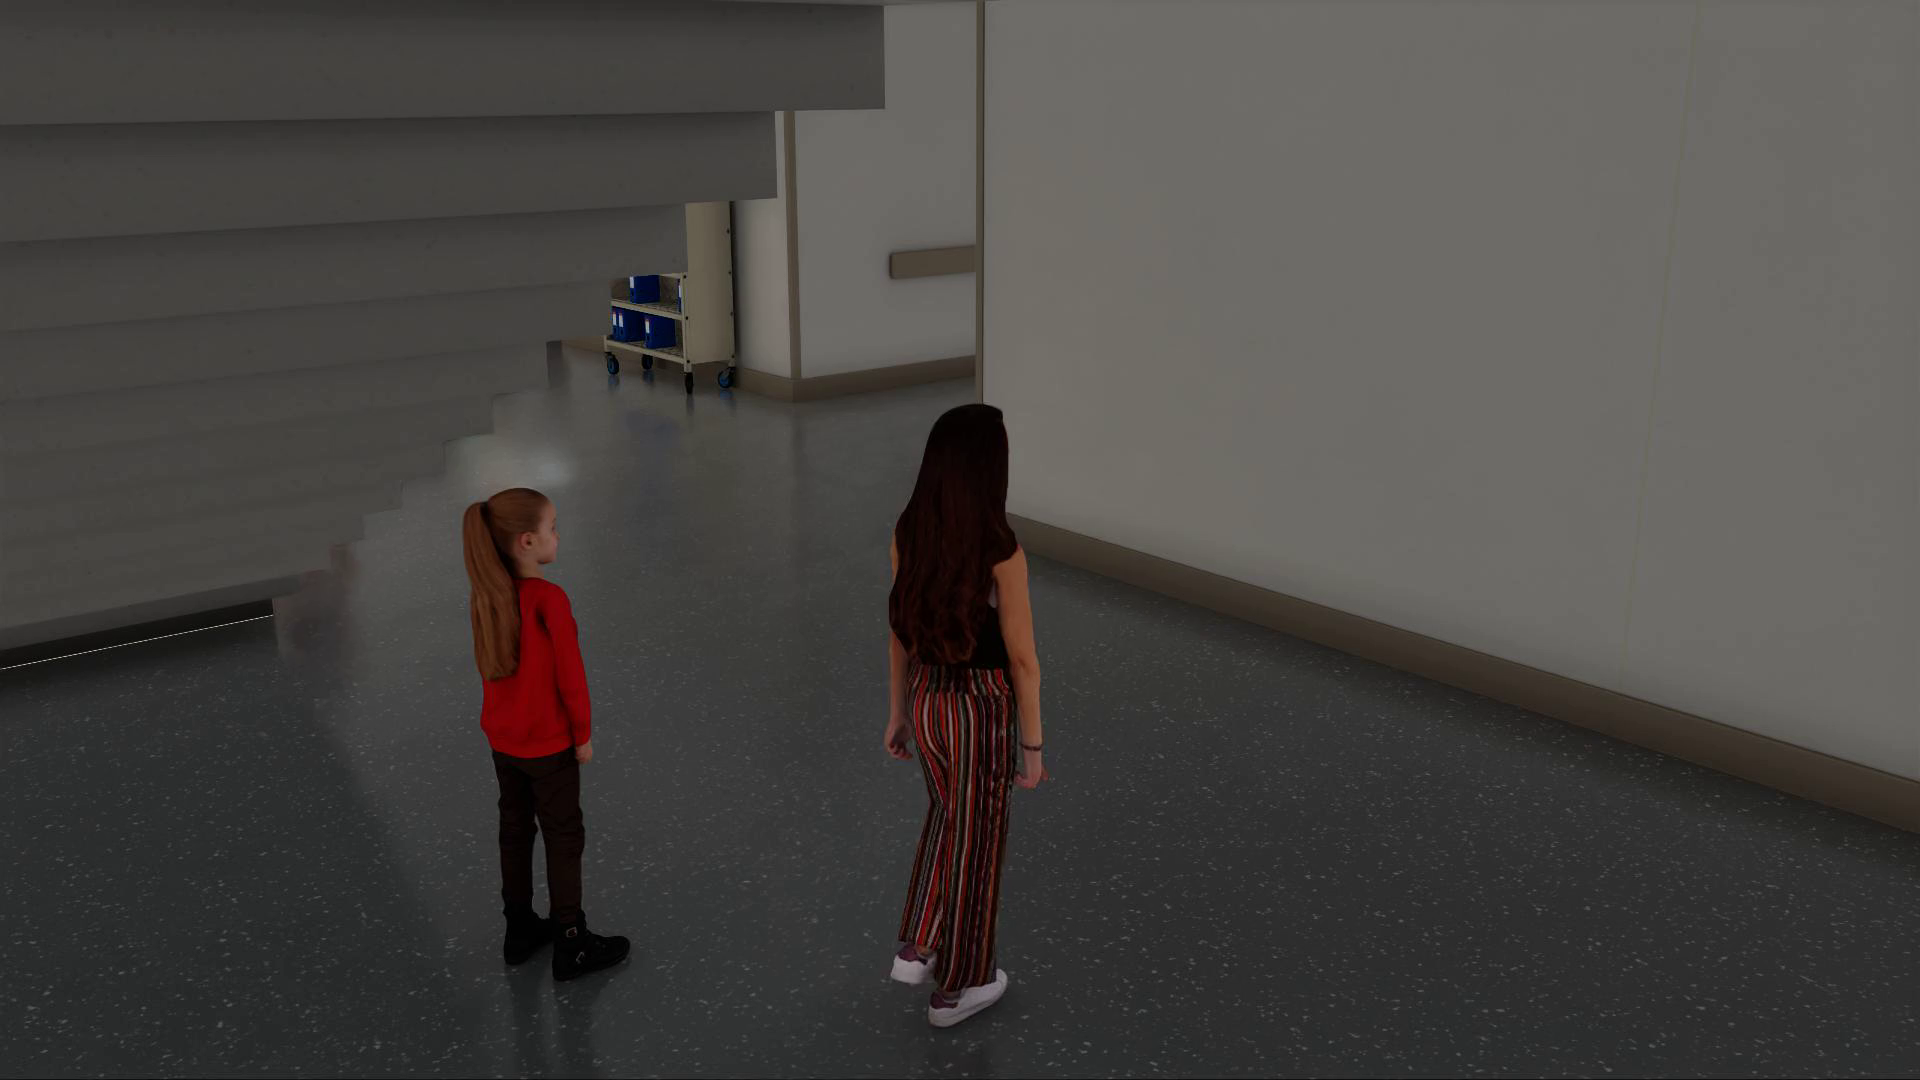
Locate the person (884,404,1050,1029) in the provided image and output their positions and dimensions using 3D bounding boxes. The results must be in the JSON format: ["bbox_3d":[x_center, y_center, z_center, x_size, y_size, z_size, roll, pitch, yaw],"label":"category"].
[{"bbox_3d":[-0.045,0.453,3.912,0.660,1.548,0.697,12,19,35],"label":"person"}]

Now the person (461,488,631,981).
[{"bbox_3d":[-1.089,0.494,4.258,0.497,1.280,0.606,11,19,33],"label":"person"}]
